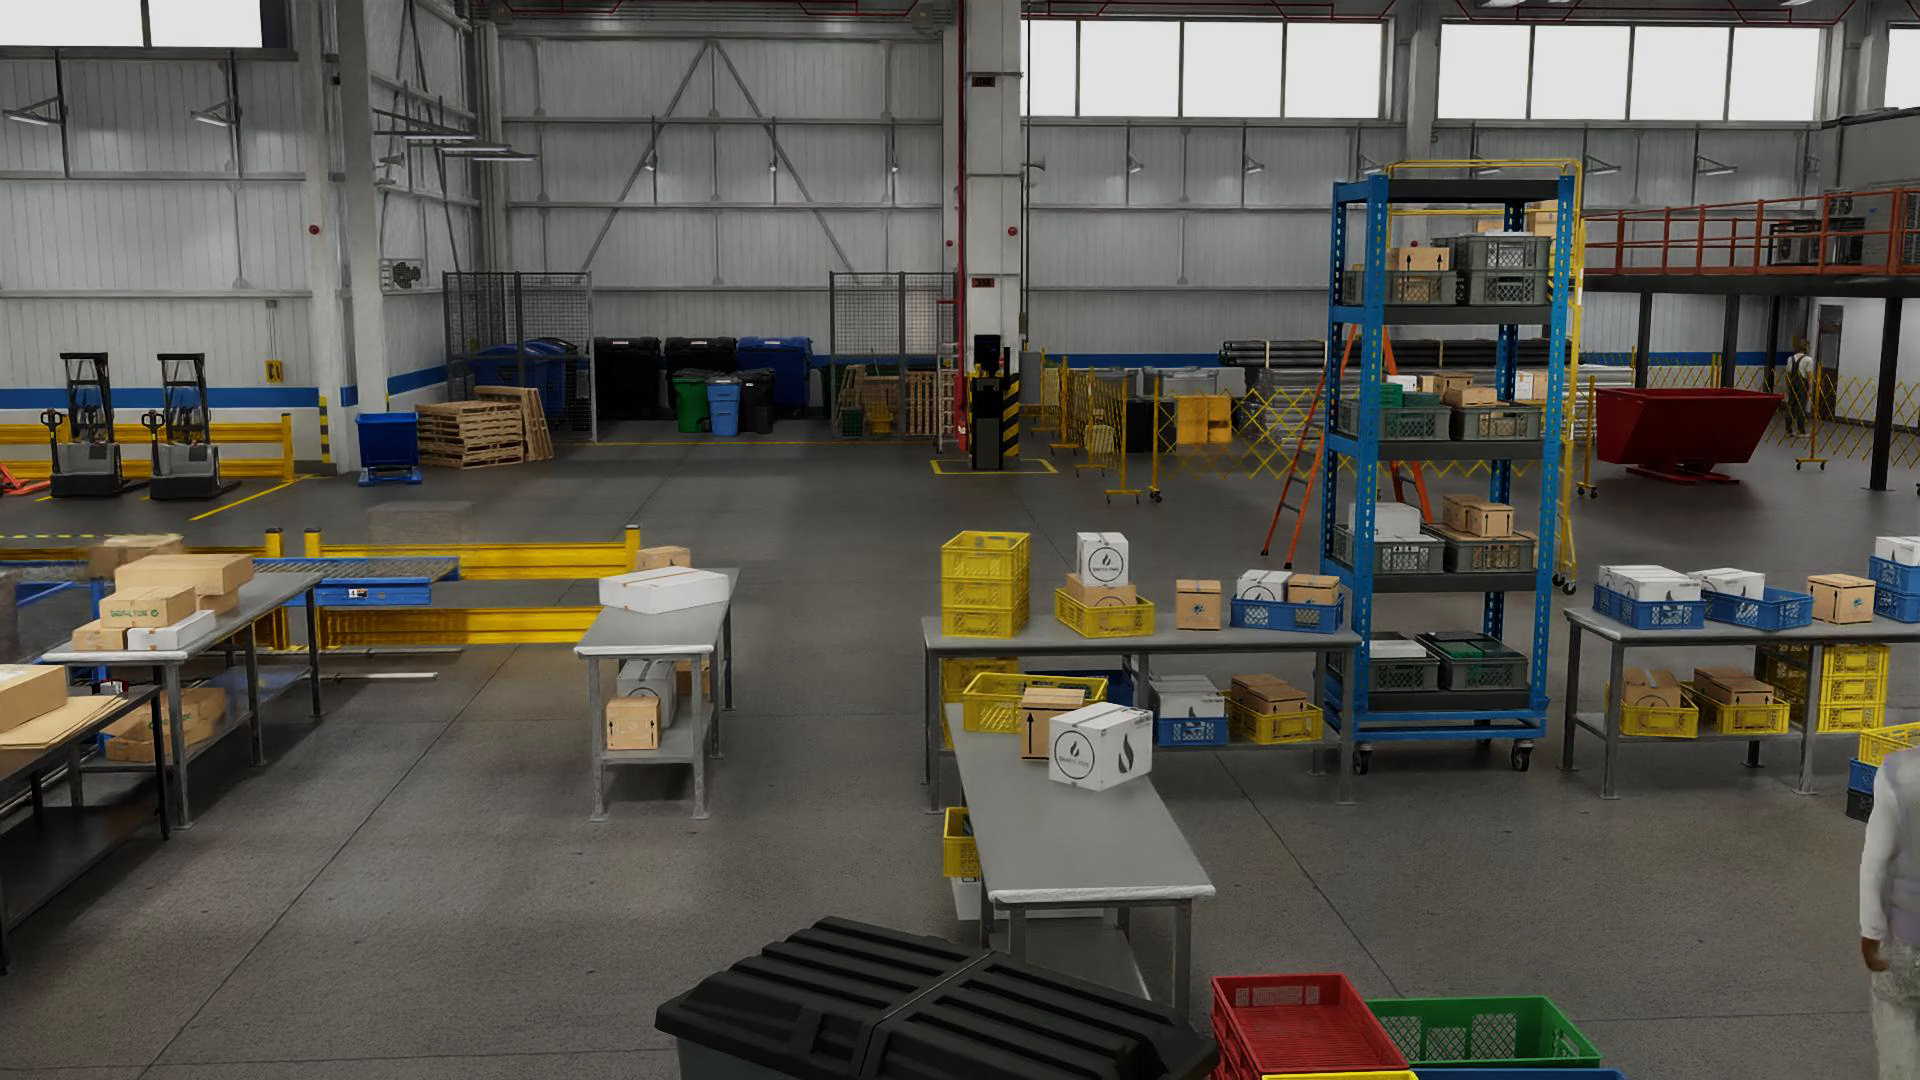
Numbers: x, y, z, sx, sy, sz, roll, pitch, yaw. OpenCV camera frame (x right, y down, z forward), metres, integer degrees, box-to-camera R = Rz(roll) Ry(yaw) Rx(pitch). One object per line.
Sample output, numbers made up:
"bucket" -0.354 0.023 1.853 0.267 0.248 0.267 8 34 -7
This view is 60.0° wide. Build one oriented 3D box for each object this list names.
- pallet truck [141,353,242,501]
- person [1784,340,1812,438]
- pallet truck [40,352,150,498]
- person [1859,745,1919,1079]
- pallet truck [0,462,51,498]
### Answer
"pallet truck" -10.520 -1.604 22.925 0.823 1.965 1.885 -1 9 -6
"person" 15.649 -2.813 31.016 0.344 1.839 0.504 -5 10 -28
"pallet truck" -11.907 -1.642 23.165 0.823 1.965 1.885 0 9 0
"person" 3.295 1.259 5.504 0.602 1.818 0.412 3 10 19
"pallet truck" -13.193 -1.293 23.148 0.653 1.274 1.630 -1 9 -4
